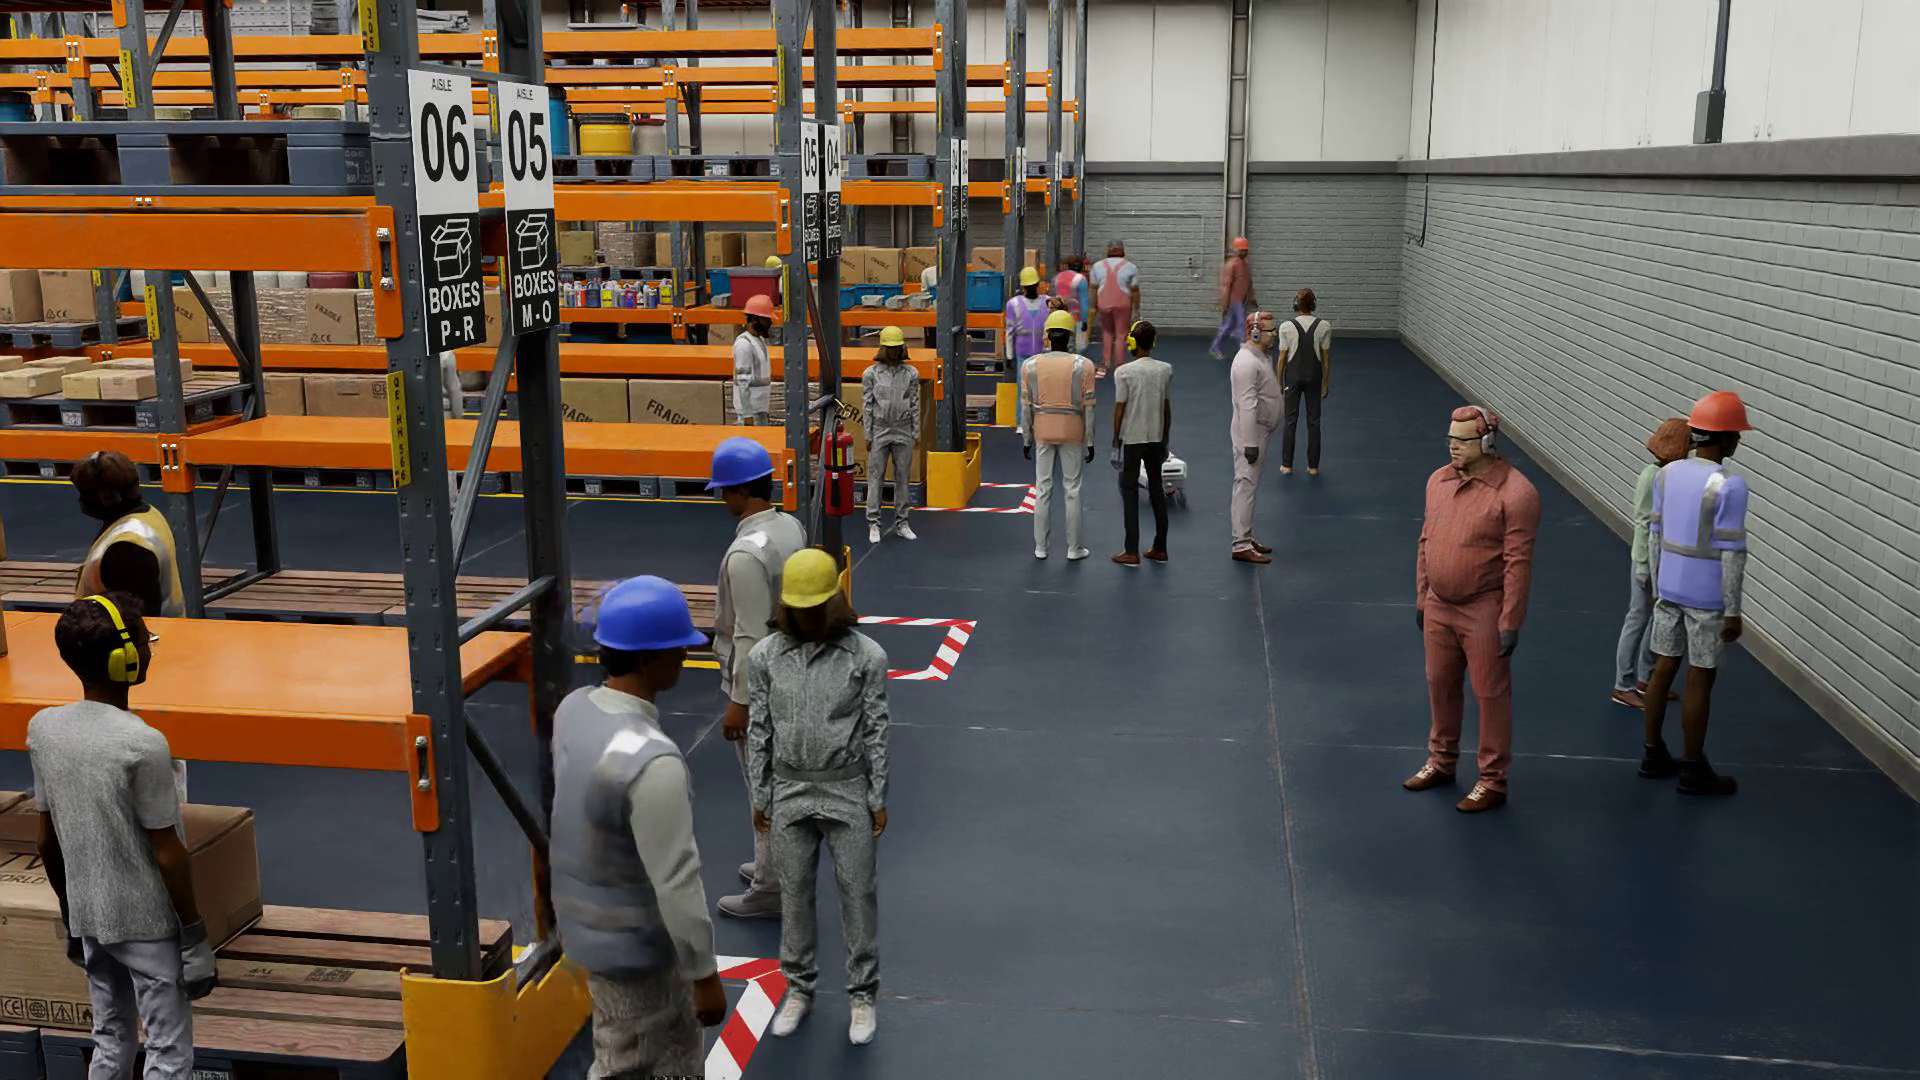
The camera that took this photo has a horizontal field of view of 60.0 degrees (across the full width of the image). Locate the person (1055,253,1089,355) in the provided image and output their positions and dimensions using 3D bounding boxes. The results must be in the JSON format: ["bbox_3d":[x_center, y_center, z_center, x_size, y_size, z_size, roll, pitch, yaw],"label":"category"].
[{"bbox_3d":[1.572,-3.142,23.559,0.564,1.826,0.628,-10,16,-37],"label":"person"}]

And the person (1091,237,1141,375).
[{"bbox_3d":[2.323,-3.453,24.459,0.707,2.000,0.663,5,13,20],"label":"person"}]

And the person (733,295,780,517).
[{"bbox_3d":[-1.738,-1.139,14.297,0.390,1.923,0.552,3,13,12],"label":"person"}]

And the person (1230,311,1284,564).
[{"bbox_3d":[2.267,-0.791,12.745,0.406,1.910,0.639,3,13,13],"label":"person"}]

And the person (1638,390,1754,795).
[{"bbox_3d":[3.542,0.250,7.974,0.373,1.939,0.545,-4,13,-18],"label":"person"}]

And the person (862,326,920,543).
[{"bbox_3d":[-0.547,-0.850,13.389,0.485,1.744,0.295,-4,13,-20],"label":"person"}]

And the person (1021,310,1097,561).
[{"bbox_3d":[0.755,-0.790,12.715,0.585,1.919,0.374,3,13,13],"label":"person"}]

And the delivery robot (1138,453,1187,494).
[{"bbox_3d":[1.772,-0.652,14.983,0.477,0.478,0.707,-3,13,-14],"label":"delivery robot"}]

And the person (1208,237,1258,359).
[{"bbox_3d":[4.345,-3.780,26.157,1.005,1.953,0.619,8,15,33],"label":"person"}]

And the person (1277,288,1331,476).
[{"bbox_3d":[3.362,-1.541,16.306,0.506,1.840,0.343,2,13,7],"label":"person"}]

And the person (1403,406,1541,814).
[{"bbox_3d":[2.365,0.316,7.782,0.400,1.900,0.650,-8,15,-31],"label":"person"}]

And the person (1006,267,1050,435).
[{"bbox_3d":[0.821,-2.138,18.844,0.606,1.913,0.432,-1,13,-5],"label":"person"}]

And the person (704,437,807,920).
[{"bbox_3d":[-0.798,0.550,6.625,0.402,1.937,0.604,2,13,10],"label":"person"}]

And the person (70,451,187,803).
[{"bbox_3d":[-3.446,0.532,6.940,0.430,1.837,0.619,-5,13,-22],"label":"person"}]

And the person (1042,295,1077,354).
[{"bbox_3d":[1.083,-1.858,18.196,0.311,1.632,0.526,-10,16,-38],"label":"person"}]

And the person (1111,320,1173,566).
[{"bbox_3d":[1.378,-0.730,12.598,0.510,1.858,0.341,-5,14,-23],"label":"person"}]

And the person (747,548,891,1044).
[{"bbox_3d":[-0.478,0.869,5.652,0.491,1.735,0.326,2,13,7],"label":"person"}]

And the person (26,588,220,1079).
[{"bbox_3d":[-2.244,1.048,4.529,0.520,1.873,0.328,5,13,22],"label":"person"}]

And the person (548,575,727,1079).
[{"bbox_3d":[-0.775,1.029,4.492,0.775,1.916,0.657,-7,14,-30],"label":"person"}]

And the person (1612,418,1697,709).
[{"bbox_3d":[3.896,0.126,9.258,0.503,1.628,0.279,-10,16,-38],"label":"person"}]
